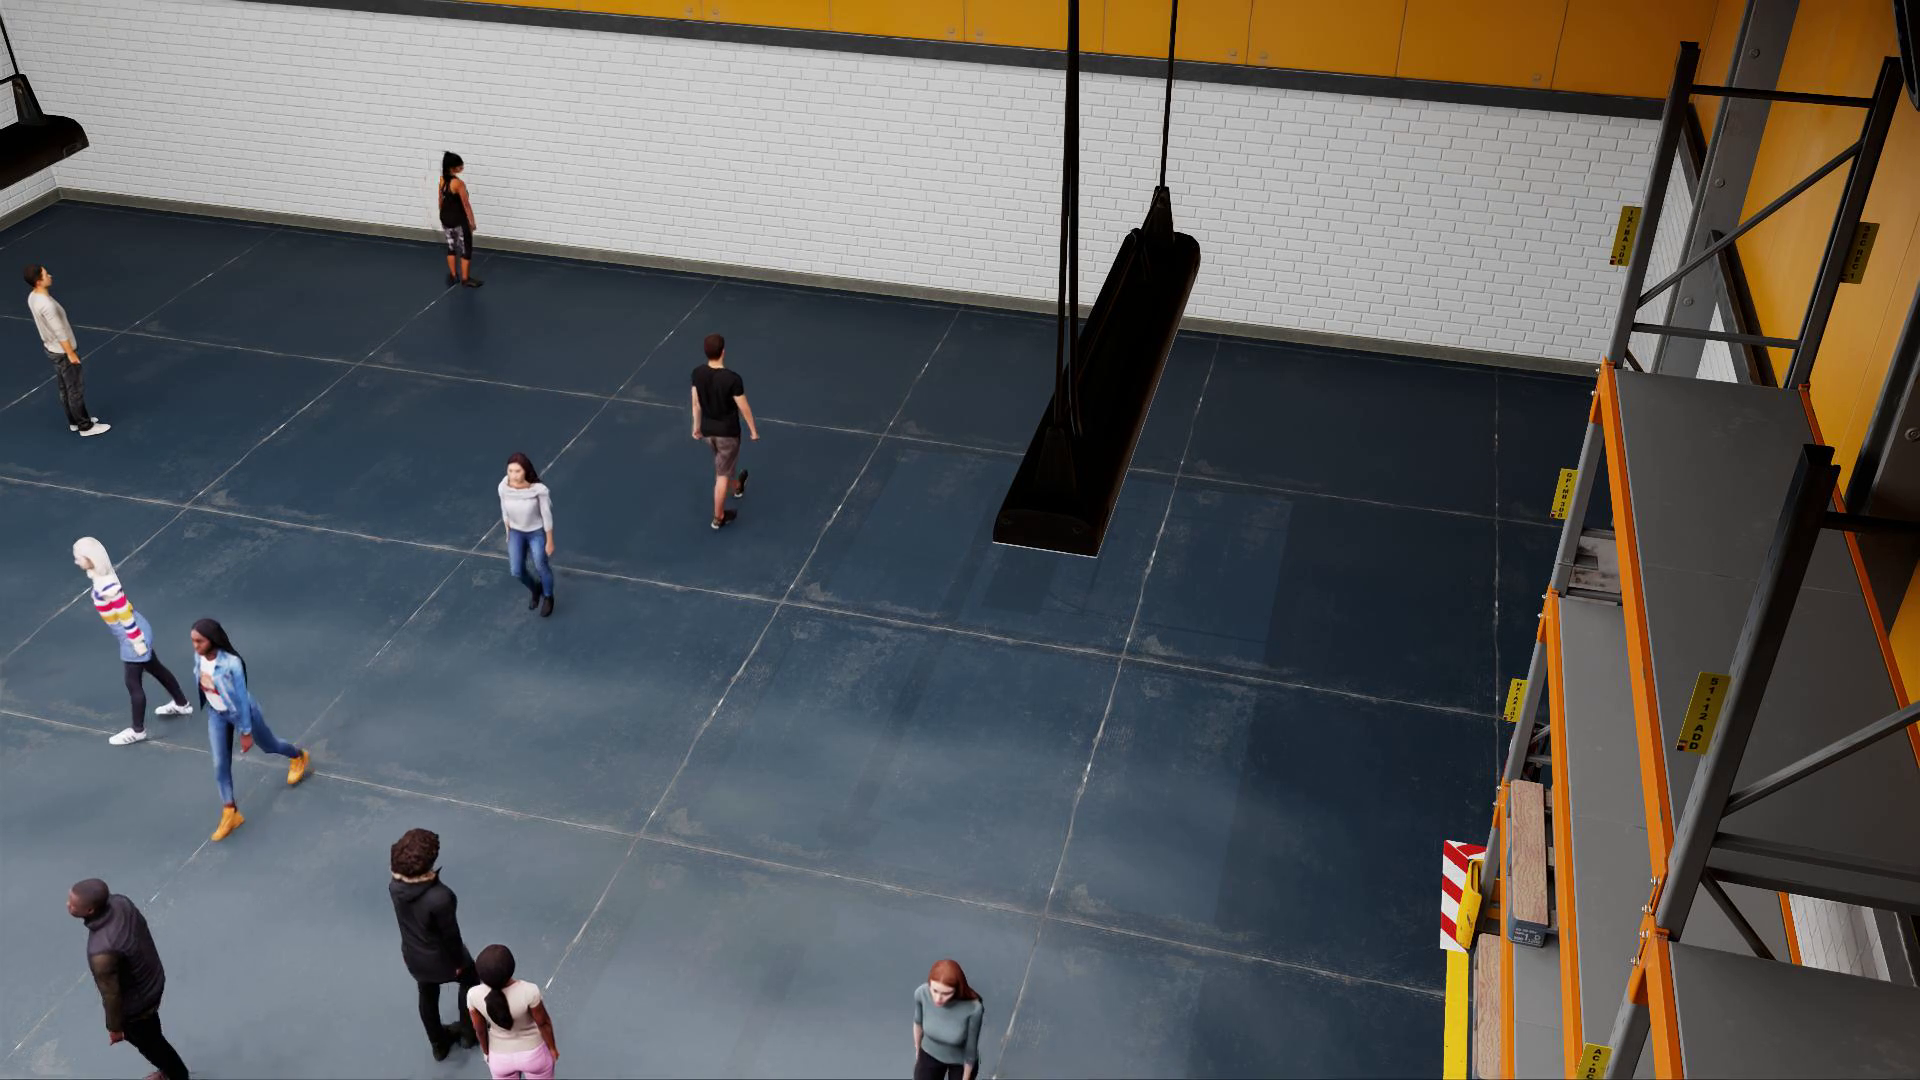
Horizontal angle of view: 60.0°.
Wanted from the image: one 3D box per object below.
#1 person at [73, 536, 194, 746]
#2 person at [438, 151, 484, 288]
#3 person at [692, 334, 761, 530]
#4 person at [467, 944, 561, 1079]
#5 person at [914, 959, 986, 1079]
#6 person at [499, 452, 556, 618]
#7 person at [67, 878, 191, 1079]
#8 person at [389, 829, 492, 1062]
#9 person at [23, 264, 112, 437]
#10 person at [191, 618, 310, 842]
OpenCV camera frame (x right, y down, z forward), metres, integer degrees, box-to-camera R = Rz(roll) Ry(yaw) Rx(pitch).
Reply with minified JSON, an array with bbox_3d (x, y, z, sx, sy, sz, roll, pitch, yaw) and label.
[{"bbox_3d":[-6.221,0.697,12.590,1.020,1.786,0.939,-19,38,-27],"label":"person"},{"bbox_3d":[-5.944,-3.760,19.412,0.780,1.658,0.659,11,35,16],"label":"person"},{"bbox_3d":[-2.219,-0.942,15.020,0.814,1.826,1.112,14,36,20],"label":"person"},{"bbox_3d":[-2.477,2.888,9.335,0.628,1.741,0.614,-2,34,-3],"label":"person"},{"bbox_3d":[-0.031,2.881,9.361,0.574,1.724,0.754,10,35,14],"label":"person"},{"bbox_3d":[-3.567,-0.079,13.910,0.628,1.617,0.578,7,34,10],"label":"person"},{"bbox_3d":[-4.715,2.619,9.660,0.906,1.828,0.807,-10,35,-15],"label":"person"},{"bbox_3d":[-3.181,2.492,9.912,0.645,1.762,0.625,11,35,16],"label":"person"},{"bbox_3d":[-8.904,-1.881,16.446,0.734,1.812,0.739,-29,43,-36],"label":"person"},{"bbox_3d":[-5.086,1.242,11.871,0.680,1.674,1.183,12,35,17],"label":"person"}]
